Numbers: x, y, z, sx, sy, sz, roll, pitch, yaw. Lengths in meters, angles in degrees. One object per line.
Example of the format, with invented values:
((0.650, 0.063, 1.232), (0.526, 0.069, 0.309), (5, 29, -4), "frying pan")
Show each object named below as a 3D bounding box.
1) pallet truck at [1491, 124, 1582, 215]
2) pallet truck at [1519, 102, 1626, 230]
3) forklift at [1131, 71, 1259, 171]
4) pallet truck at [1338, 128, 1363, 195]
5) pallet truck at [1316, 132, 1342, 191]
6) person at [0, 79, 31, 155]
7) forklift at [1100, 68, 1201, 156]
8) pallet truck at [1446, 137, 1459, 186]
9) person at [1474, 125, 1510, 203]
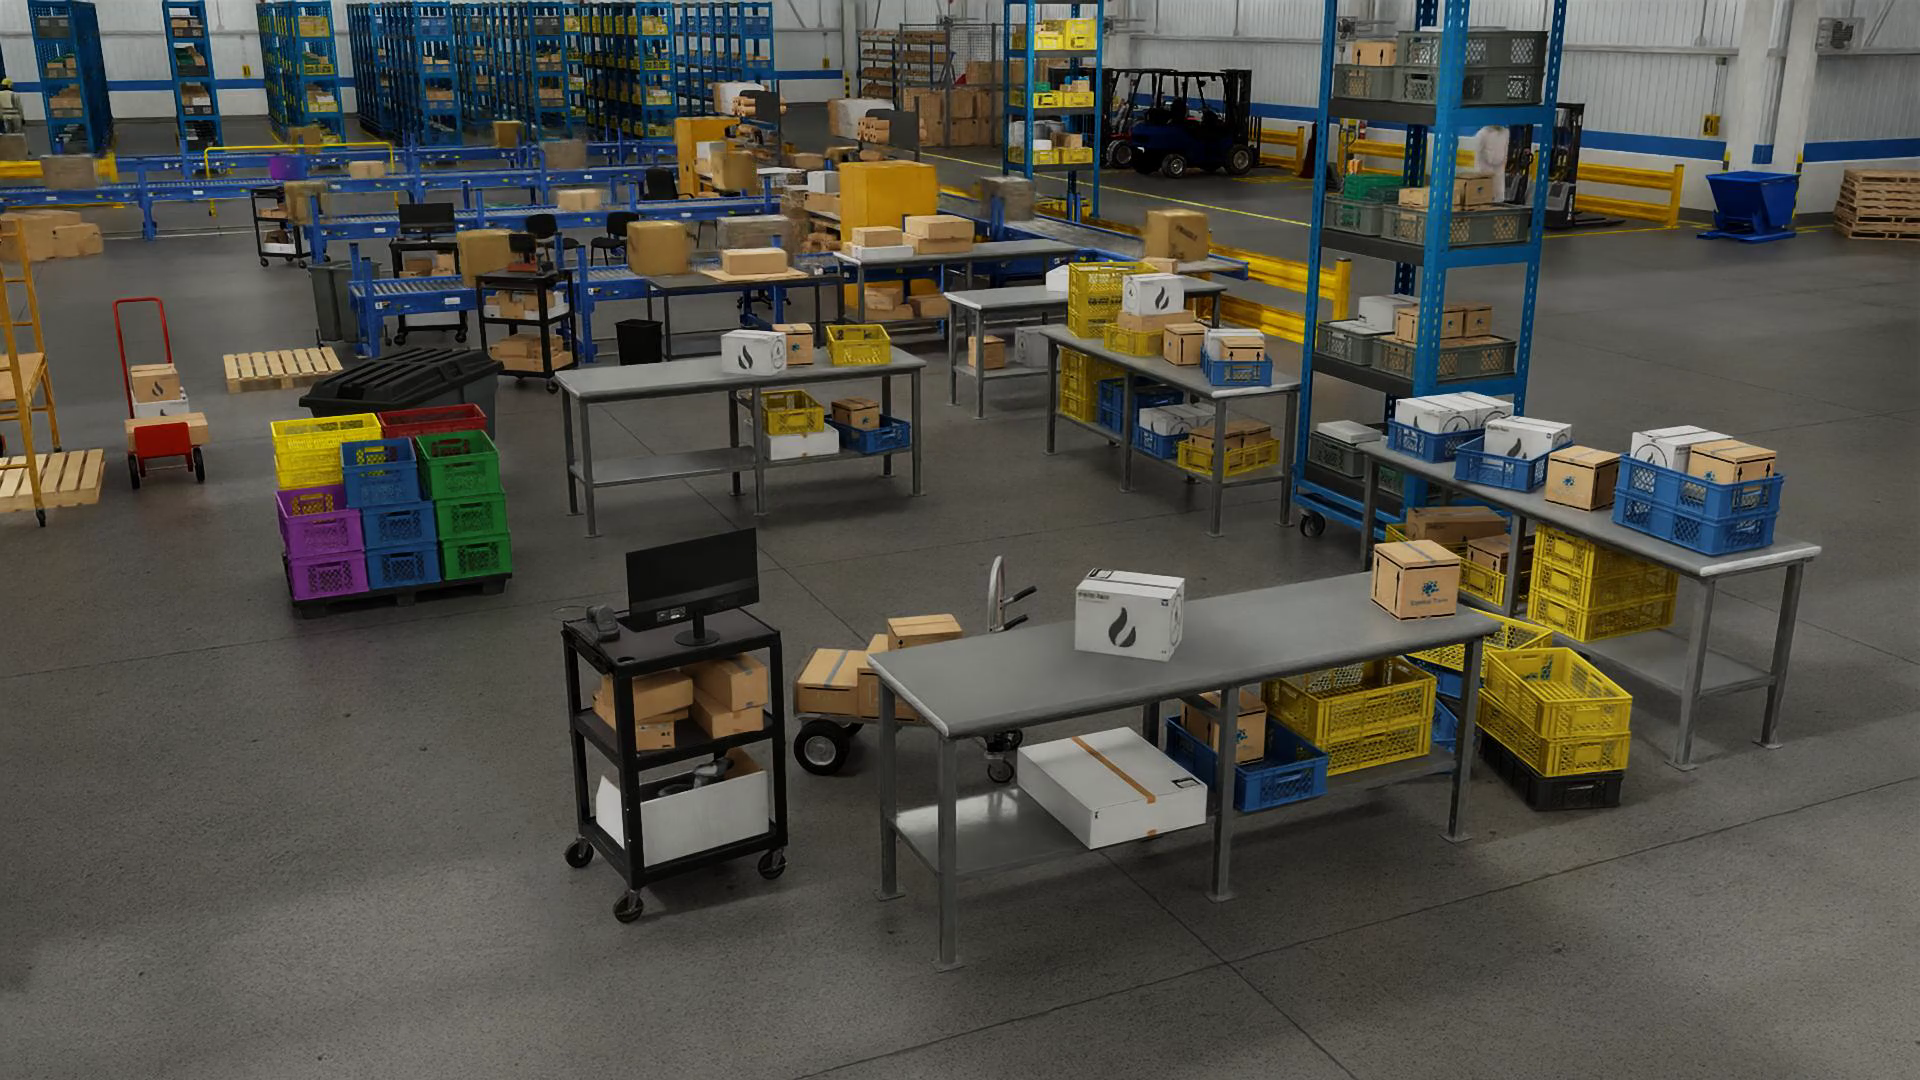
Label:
((9.707, -6.455, 28.103), (1.885, 1.965, 0.823), (-7, 19, -20), "pallet truck")
((9.972, -6.037, 26.785), (1.885, 1.965, 0.823), (-9, 20, -25), "pallet truck")
((4.998, -8.936, 35.413), (2.680, 1.987, 1.157), (-9, 20, -25), "forklift")
((7.845, -7.140, 31.411), (1.522, 1.261, 0.704), (-9, 20, -25), "pallet truck")
((7.723, -7.504, 32.656), (1.601, 1.201, 0.680), (-8, 19, -23), "pallet truck")
((-22.989, -10.249, 40.340), (0.588, 1.822, 0.403), (-1, 18, -4), "person")
((4.082, -9.564, 37.410), (2.680, 1.987, 1.157), (-8, 19, -23), "forklift")
((9.184, -6.485, 29.328), (1.630, 1.274, 0.653), (-8, 19, -23), "pallet truck")
((8.591, -5.976, 26.818), (0.678, 1.855, 0.976), (-5, 18, -15), "person")
